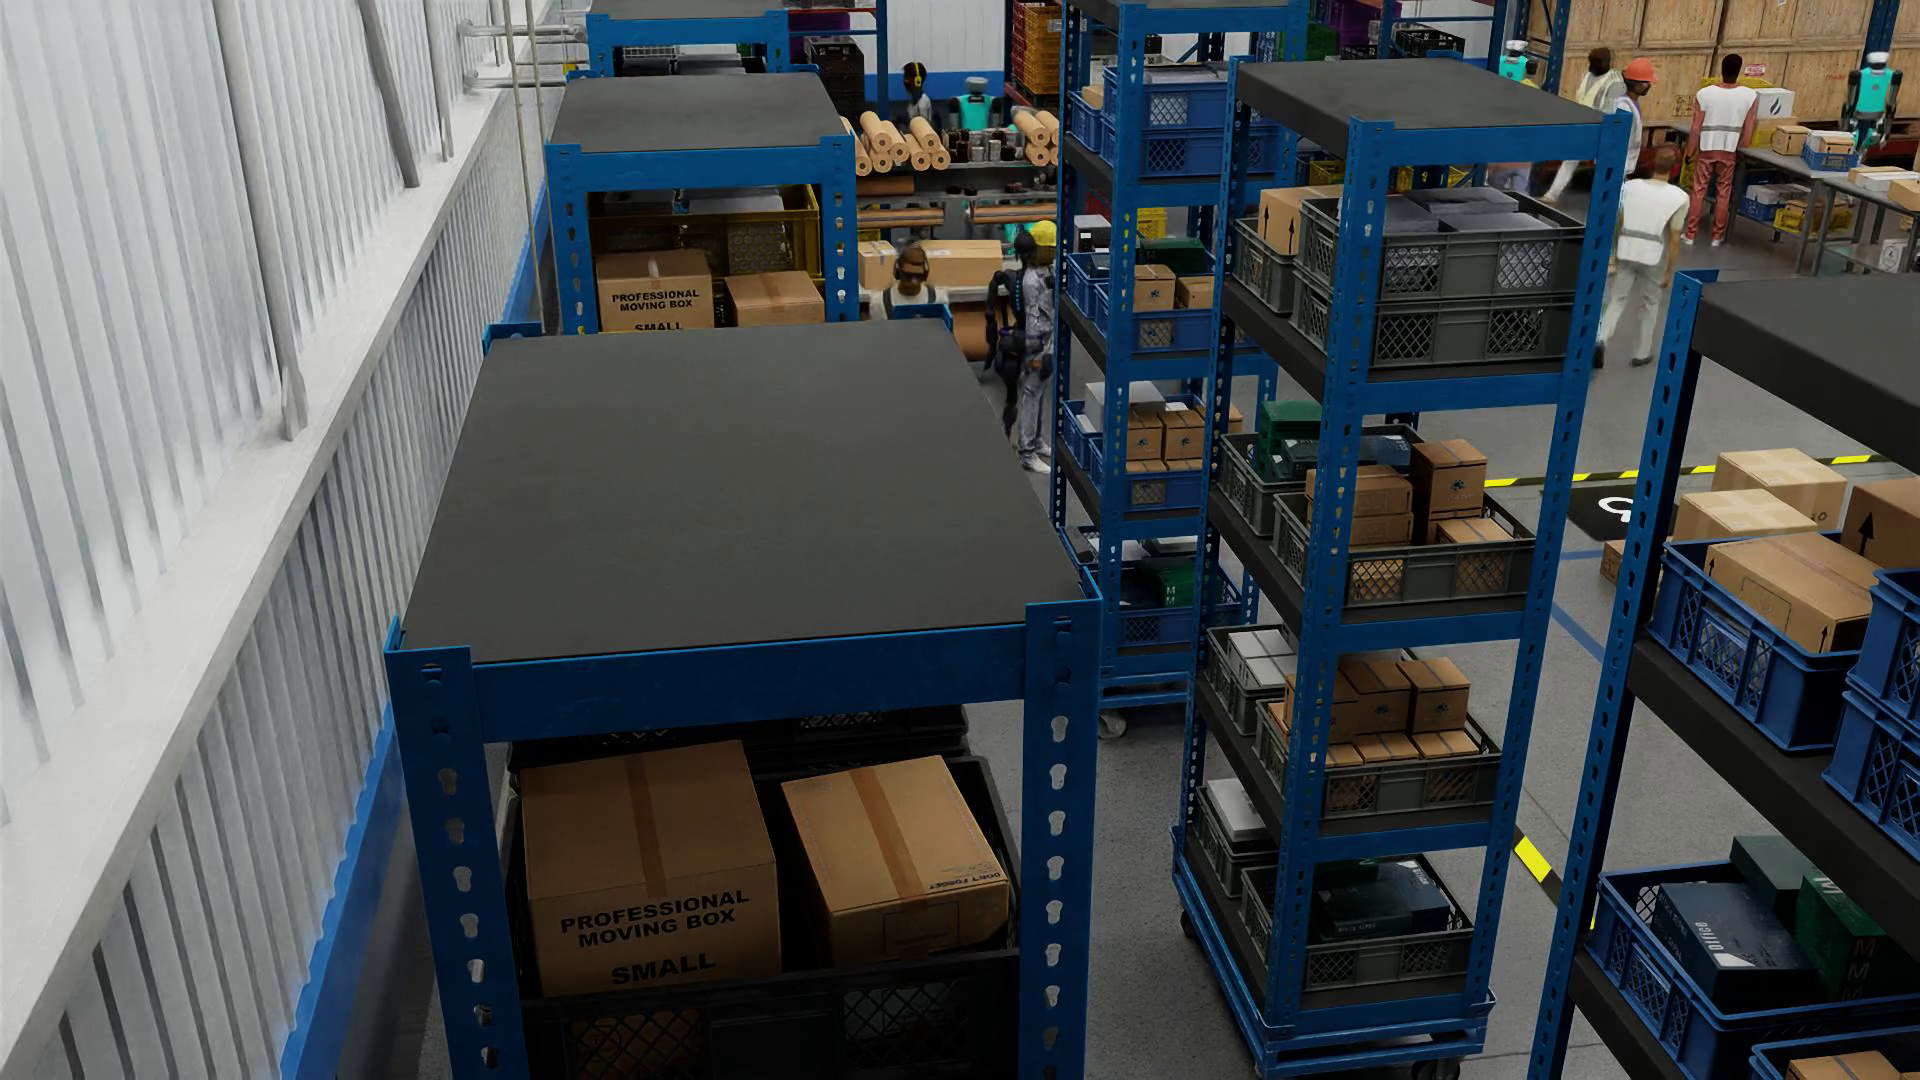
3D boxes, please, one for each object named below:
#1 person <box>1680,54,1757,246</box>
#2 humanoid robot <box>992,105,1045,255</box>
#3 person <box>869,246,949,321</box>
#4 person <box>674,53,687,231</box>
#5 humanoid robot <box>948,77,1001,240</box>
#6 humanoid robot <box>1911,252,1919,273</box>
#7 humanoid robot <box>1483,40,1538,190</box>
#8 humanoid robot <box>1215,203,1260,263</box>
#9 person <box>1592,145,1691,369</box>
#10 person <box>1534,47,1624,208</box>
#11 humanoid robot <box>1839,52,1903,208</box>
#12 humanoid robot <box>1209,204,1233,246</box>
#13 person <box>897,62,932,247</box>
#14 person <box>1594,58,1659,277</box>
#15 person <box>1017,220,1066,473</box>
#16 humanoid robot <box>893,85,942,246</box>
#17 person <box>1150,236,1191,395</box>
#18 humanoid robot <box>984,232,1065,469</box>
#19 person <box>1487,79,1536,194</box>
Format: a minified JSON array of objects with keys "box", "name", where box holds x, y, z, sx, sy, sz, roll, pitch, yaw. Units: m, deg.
[{"box":[7.708,-3.956,16.931,0.587,1.913,0.392,8,26,17],"name":"person"},{"box":[0.626,-2.932,14.993,0.596,1.823,0.920,-8,26,-17],"name":"humanoid robot"},{"box":[-0.323,-0.942,10.495,0.552,1.811,0.787,-2,25,-4],"name":"person"},{"box":[-2.872,-4.121,17.340,0.508,1.872,0.329,9,26,19],"name":"person"},{"box":[0.162,-3.595,16.393,0.532,1.789,0.807,-1,25,-3],"name":"humanoid robot"},{"box":[6.631,-1.182,11.159,0.542,1.753,1.040,1,25,2],"name":"humanoid robot"},{"box":[6.278,-4.864,18.953,0.533,1.677,0.735,14,28,27],"name":"humanoid robot"},{"box":[2.629,-2.953,15.048,0.585,1.633,0.661,0,25,0],"name":"humanoid robot"},{"box":[5.439,-2.224,13.278,0.562,1.818,0.729,20,31,37],"name":"person"},{"box":[6.907,-4.494,18.254,1.000,1.778,0.632,-9,26,-19],"name":"person"},{"box":[9.989,-4.541,18.457,0.549,1.756,1.039,7,26,15],"name":"humanoid robot"},{"box":[2.645,-3.829,16.937,0.613,1.643,0.470,1,25,2],"name":"humanoid robot"},{"box":[-0.453,-3.874,16.804,0.328,1.873,0.507,-5,25,-11],"name":"person"},{"box":[6.345,-3.565,15.929,0.388,2.040,0.613,11,27,23],"name":"person"},{"box":[0.566,-1.334,11.434,0.294,1.743,0.486,7,26,15],"name":"person"},{"box":[-0.412,-3.801,16.879,0.607,1.642,0.389,-9,26,-18],"name":"humanoid robot"},{"box":[1.323,-1.142,10.952,0.631,1.802,0.566,10,26,20],"name":"person"},{"box":[0.454,-1.303,11.431,0.616,1.647,0.348,9,26,19],"name":"humanoid robot"},{"box":[5.533,-3.735,16.668,0.514,1.719,0.840,3,25,7],"name":"person"}]
